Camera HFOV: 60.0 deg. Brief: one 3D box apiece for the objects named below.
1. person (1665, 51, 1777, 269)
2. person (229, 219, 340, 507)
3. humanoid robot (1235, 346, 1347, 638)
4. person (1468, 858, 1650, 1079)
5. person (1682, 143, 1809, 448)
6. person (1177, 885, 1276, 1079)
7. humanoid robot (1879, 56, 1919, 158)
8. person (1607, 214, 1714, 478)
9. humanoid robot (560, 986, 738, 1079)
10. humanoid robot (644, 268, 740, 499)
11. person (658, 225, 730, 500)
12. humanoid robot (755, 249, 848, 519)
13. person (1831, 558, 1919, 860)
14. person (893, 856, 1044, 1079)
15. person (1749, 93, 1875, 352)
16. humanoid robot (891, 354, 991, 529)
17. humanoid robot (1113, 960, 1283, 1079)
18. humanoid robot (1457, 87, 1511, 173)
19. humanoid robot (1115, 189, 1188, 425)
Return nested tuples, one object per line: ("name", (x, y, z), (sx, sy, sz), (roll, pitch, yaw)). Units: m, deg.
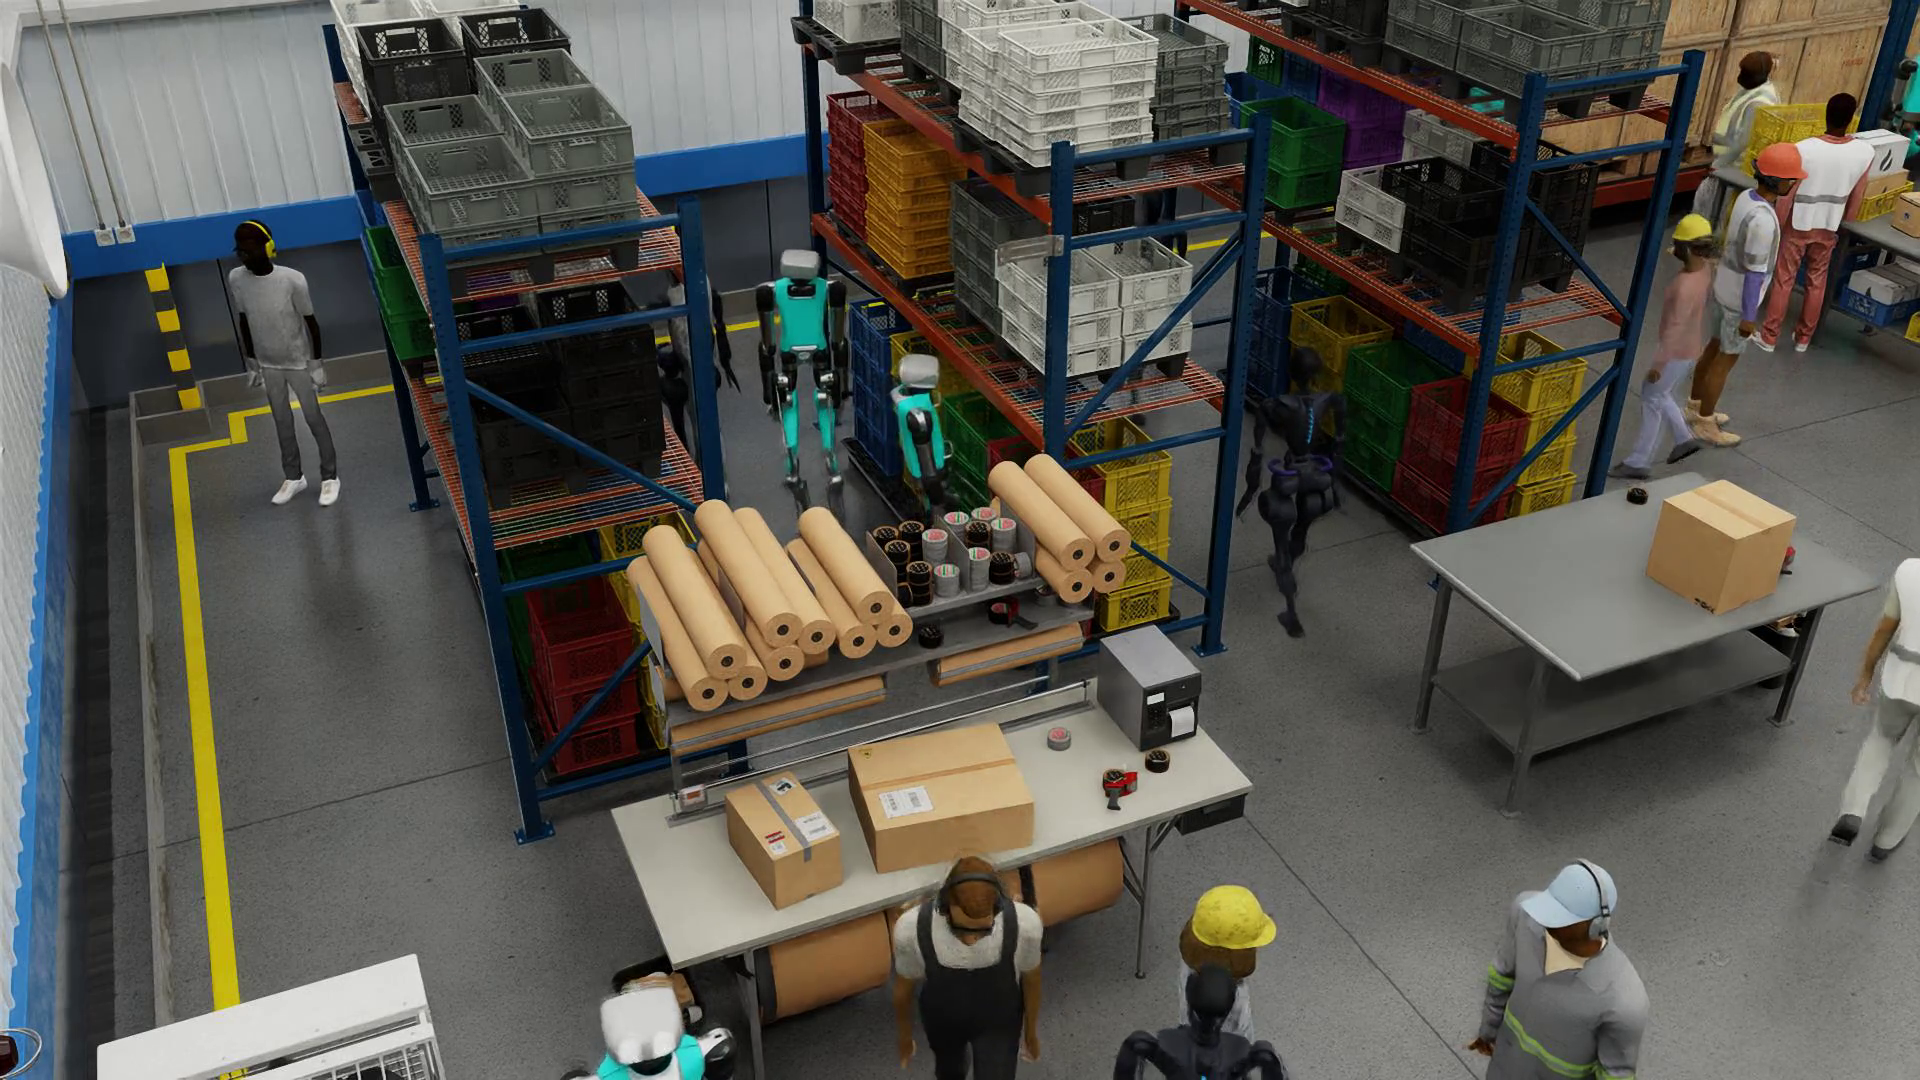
("person", (6.266, -3.048, 13.449), (0.594, 1.811, 0.644), (6, 32, 10))
("person", (-4.134, -1.070, 10.181), (0.509, 1.872, 0.332), (4, 32, 6))
("humanoid robot", (1.810, -0.317, 9.162), (0.601, 1.639, 0.695), (-7, 32, -11))
("person", (1.926, 1.787, 5.559), (0.401, 1.851, 0.590), (-13, 34, -20))
("person", (5.127, -1.600, 10.879), (0.371, 2.042, 0.613), (5, 32, 9))
("person", (0.840, 1.832, 5.587), (0.294, 1.744, 0.484), (1, 32, 2))
("humanoid robot", (8.024, -3.448, 14.268), (0.541, 1.894, 0.769), (1, 32, 2))
("person", (4.517, -1.190, 10.487), (0.458, 1.748, 0.570), (16, 35, 24))
("humanoid robot", (-1.037, 1.993, 5.371), (0.554, 1.810, 0.760), (-16, 35, -23))
("humanoid robot", (-1.682, -1.049, 10.341), (0.605, 1.644, 0.371), (-19, 36, -28))
("person", (-1.655, -1.085, 10.213), (0.327, 1.865, 0.515), (-15, 34, -22))
("humanoid robot", (-0.897, -0.776, 9.833), (0.530, 1.791, 0.735), (-5, 32, -8))
("person", (4.312, 0.677, 7.380), (0.580, 1.828, 0.450), (27, 41, 36))
("person", (0.023, 1.716, 5.784), (0.515, 1.737, 1.108), (2, 32, 3))
("person", (6.199, -2.281, 12.104), (0.590, 1.916, 0.380), (2, 32, 4))
("humanoid robot", (0.071, -0.189, 8.883), (0.863, 1.782, 0.599), (-4, 32, -7))
("humanoid robot", (0.719, 2.028, 5.379), (0.590, 1.633, 0.669), (2, 32, 3))
("humanoid robot", (4.252, -3.189, 13.623), (0.533, 1.678, 0.735), (8, 33, 13))
("humanoid robot", (1.250, -1.651, 11.357), (0.608, 1.655, 0.709), (-6, 32, -10))
